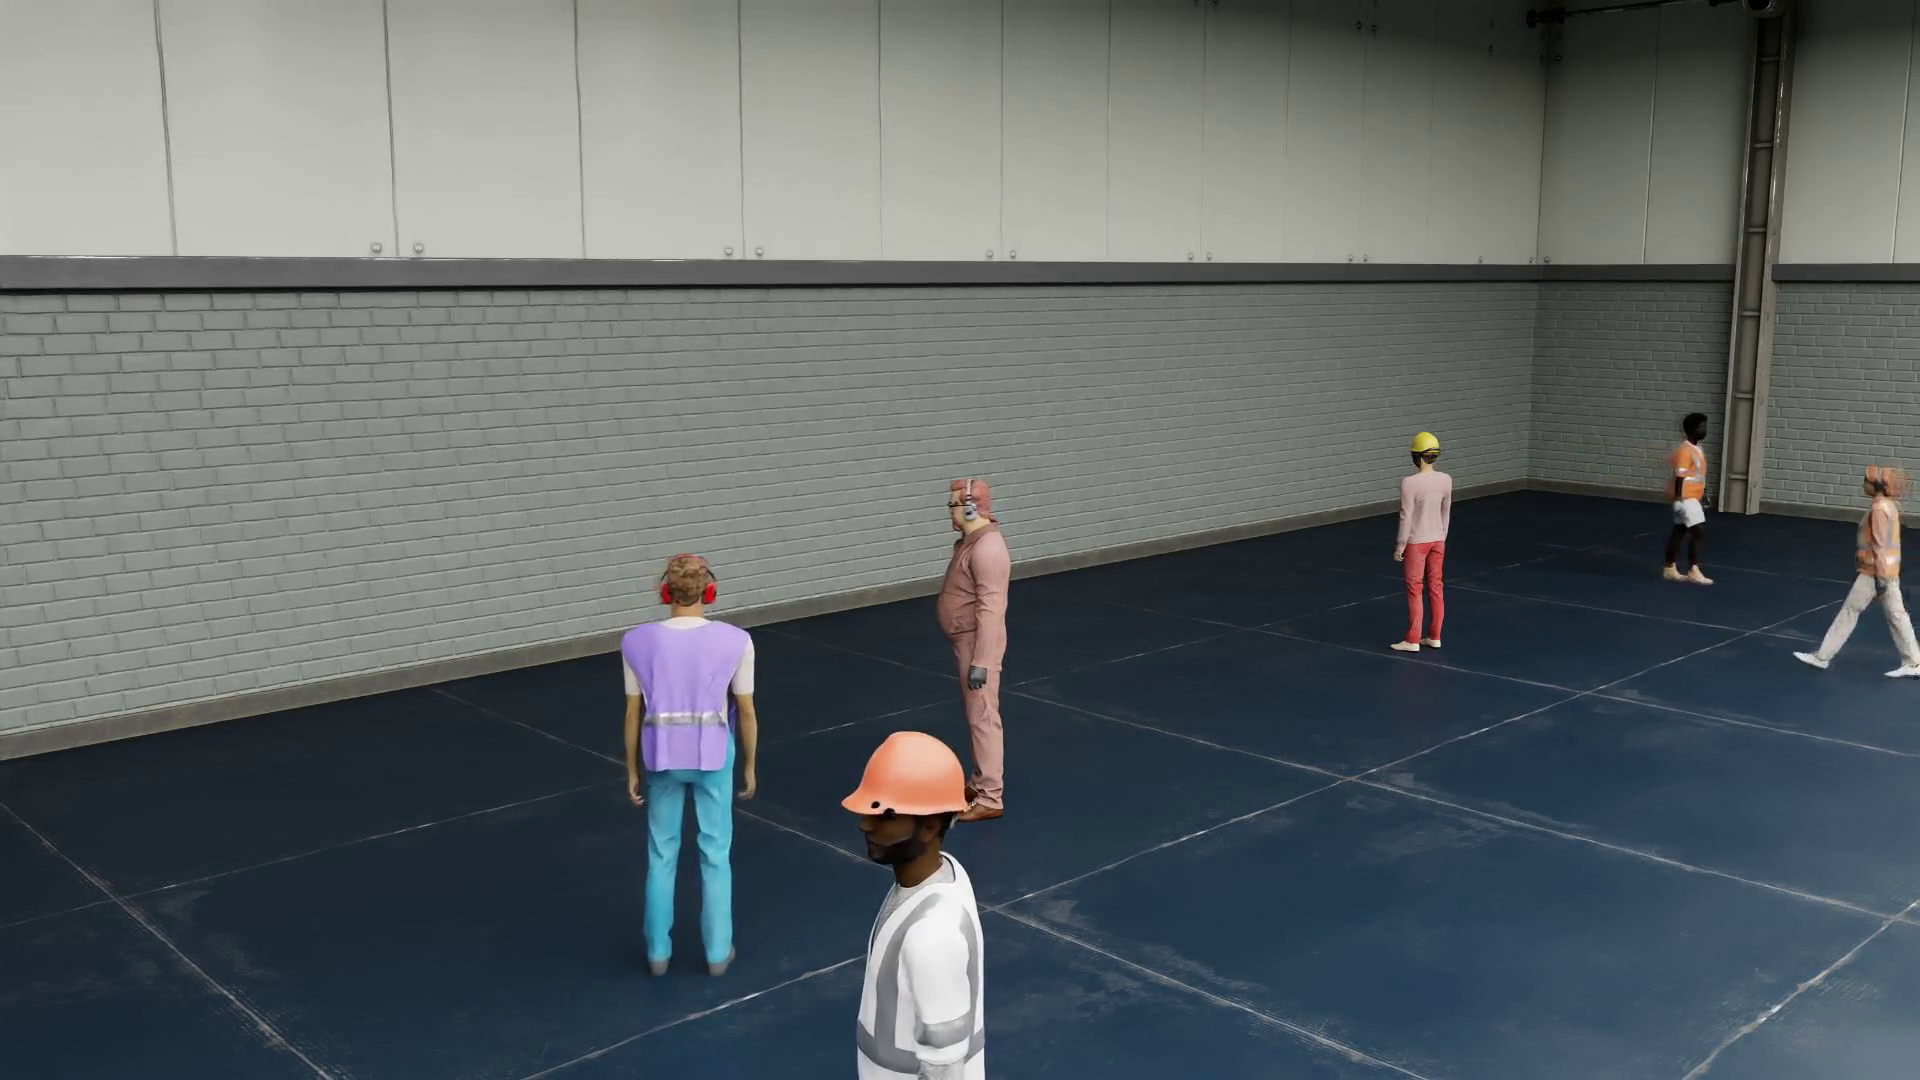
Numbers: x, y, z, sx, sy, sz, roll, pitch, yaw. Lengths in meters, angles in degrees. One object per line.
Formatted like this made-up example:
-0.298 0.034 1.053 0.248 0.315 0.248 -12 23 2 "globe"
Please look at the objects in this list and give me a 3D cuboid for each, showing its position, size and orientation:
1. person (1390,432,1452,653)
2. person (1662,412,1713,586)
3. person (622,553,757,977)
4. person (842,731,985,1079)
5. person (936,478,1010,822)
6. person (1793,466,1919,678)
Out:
3.684 0.021 13.288 0.525 1.769 0.315 -5 10 -29 "person"
7.167 -0.395 16.160 0.630 1.677 0.538 6 11 33 "person"
-1.157 0.980 7.150 0.564 1.834 0.407 0 9 -3 "person"
-0.112 1.414 4.103 0.343 1.942 0.548 -1 9 -5 "person"
0.068 0.603 9.248 0.403 1.904 0.651 -1 9 -3 "person"
6.823 0.236 12.468 0.885 1.589 0.536 7 11 36 "person"
